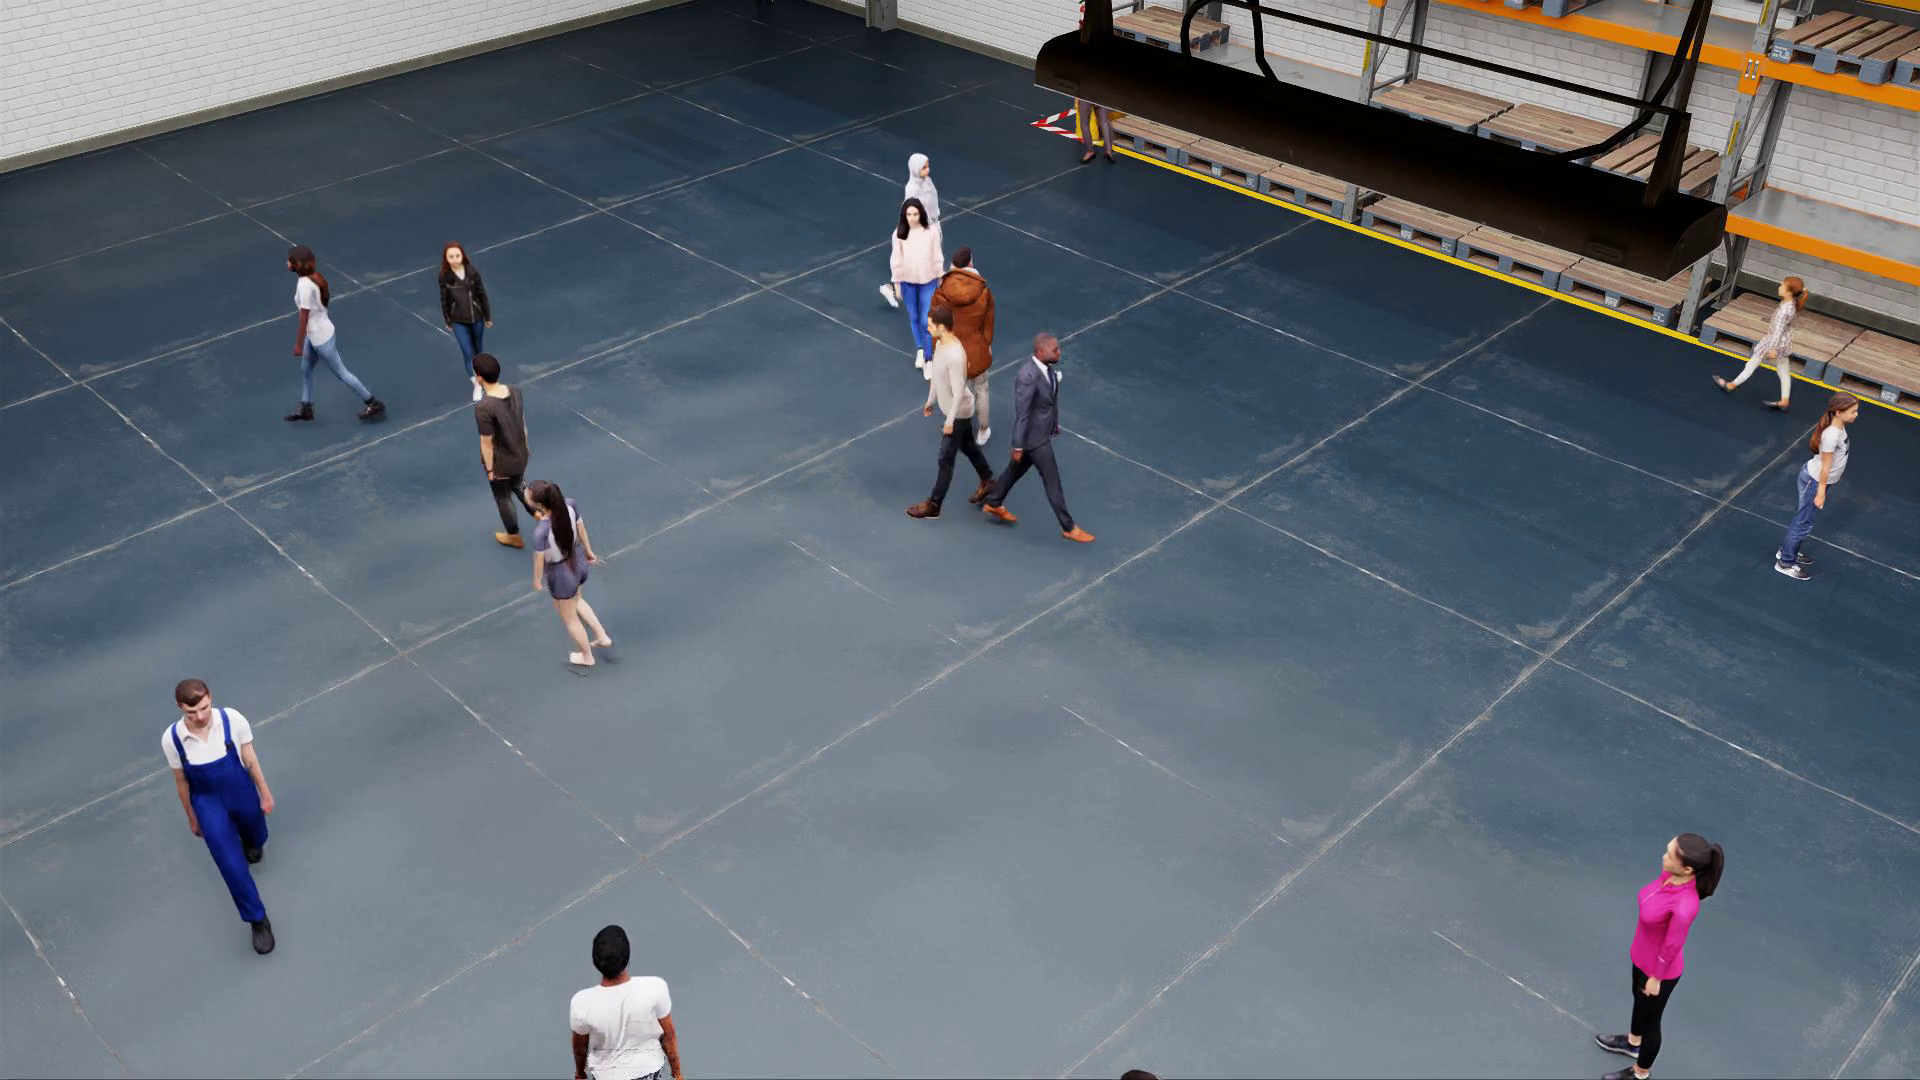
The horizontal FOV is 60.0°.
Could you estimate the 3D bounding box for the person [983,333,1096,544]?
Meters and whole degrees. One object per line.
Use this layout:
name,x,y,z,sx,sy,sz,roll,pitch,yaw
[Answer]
person,0.510,-0.828,13.203,1.329,1.773,1.074,11,35,16

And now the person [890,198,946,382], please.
person,-0.383,-2.431,15.637,0.895,1.747,0.938,3,34,5

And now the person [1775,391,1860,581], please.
person,6.617,-0.453,12.827,0.599,1.563,0.590,17,37,23

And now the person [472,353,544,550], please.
person,-3.501,-0.658,13.010,0.821,1.702,0.716,19,38,26

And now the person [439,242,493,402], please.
person,-4.559,-2.081,15.379,0.808,1.450,1.034,-13,36,-18

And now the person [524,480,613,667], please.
person,-2.728,0.233,11.739,0.688,1.625,0.717,23,40,31

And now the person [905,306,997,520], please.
person,0.042,-1.047,13.497,1.065,1.810,1.125,-12,36,-18

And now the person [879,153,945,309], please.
person,-0.453,-2.995,16.484,1.187,1.749,0.905,13,36,19

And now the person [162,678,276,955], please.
person,-4.277,1.474,9.698,0.864,1.818,1.264,-17,37,-24

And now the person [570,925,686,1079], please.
person,-1.601,2.635,8.075,0.975,1.681,1.214,-11,35,-16

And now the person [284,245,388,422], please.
person,-5.570,-1.773,14.710,0.992,1.678,1.132,-10,35,-14

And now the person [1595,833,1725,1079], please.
person,3.671,2.195,8.722,0.715,1.697,0.677,6,34,8

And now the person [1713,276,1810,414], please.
person,7.449,-1.742,15.034,0.909,1.266,0.530,29,43,36

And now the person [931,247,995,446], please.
person,0.045,-1.648,14.377,0.843,1.838,0.899,-1,34,-2
